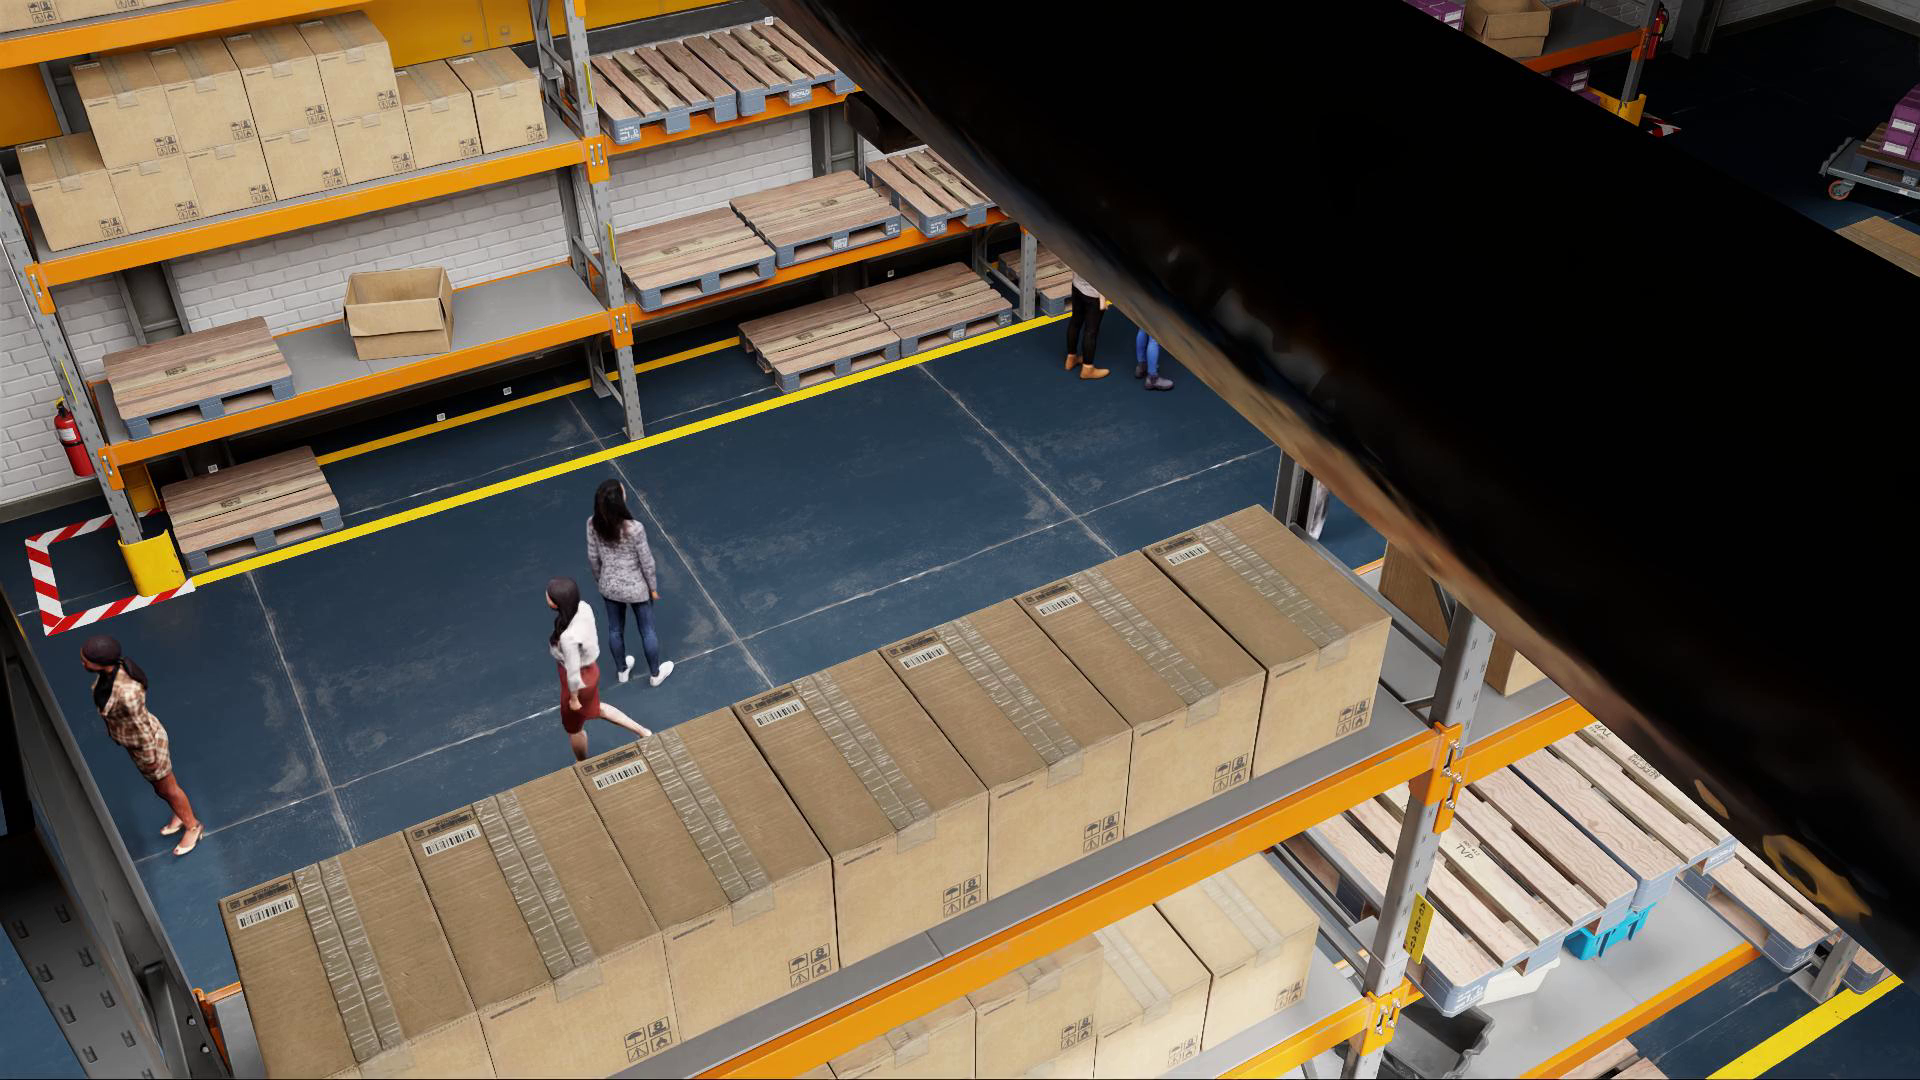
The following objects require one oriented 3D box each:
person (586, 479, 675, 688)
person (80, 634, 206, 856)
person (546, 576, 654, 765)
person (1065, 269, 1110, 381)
[{"bbox_3d":[-2.335,0.304,11.574,0.675,1.732,0.740,9,39,11],"label":"person"},{"bbox_3d":[-5.061,1.262,10.325,0.579,1.793,0.611,-26,45,-29],"label":"person"},{"bbox_3d":[-2.386,0.939,10.778,1.034,1.733,0.887,0,39,0],"label":"person"},{"bbox_3d":[1.132,-2.244,14.776,0.520,1.717,0.608,-22,43,-25],"label":"person"}]
